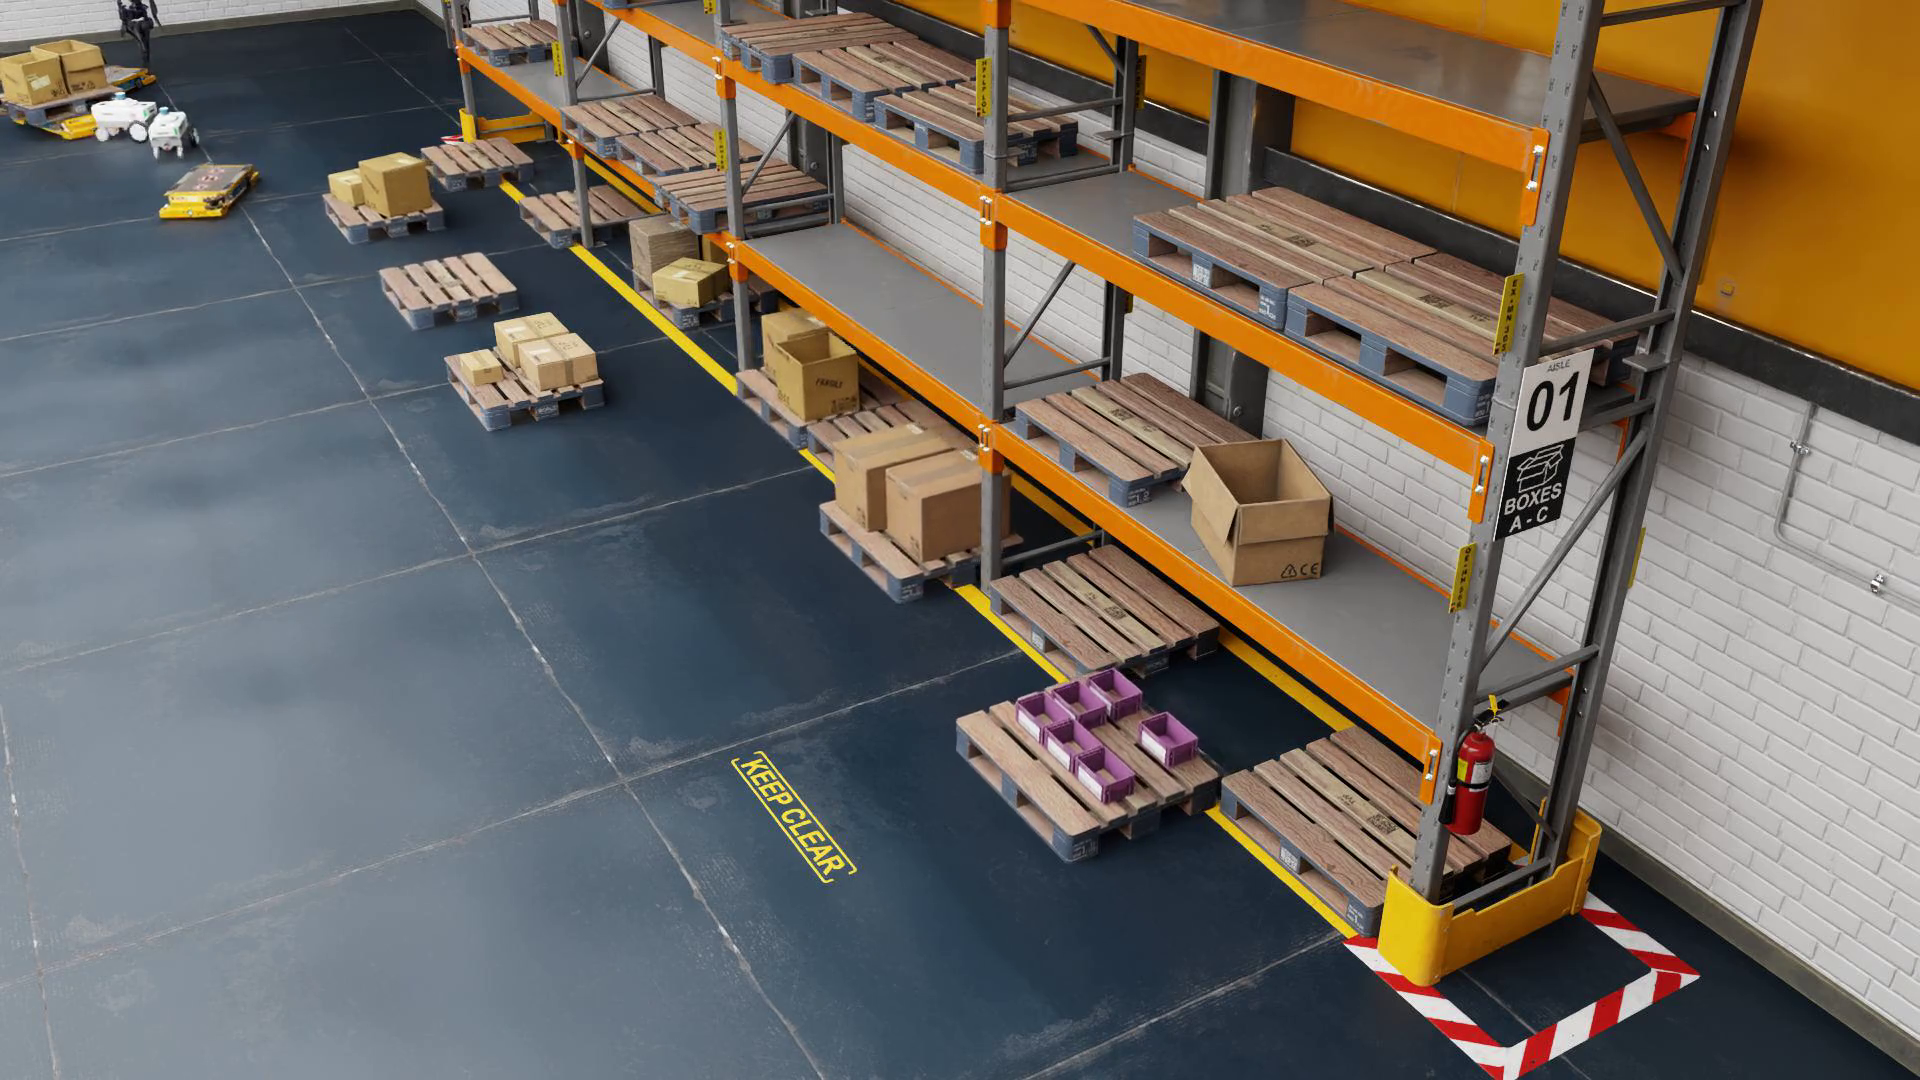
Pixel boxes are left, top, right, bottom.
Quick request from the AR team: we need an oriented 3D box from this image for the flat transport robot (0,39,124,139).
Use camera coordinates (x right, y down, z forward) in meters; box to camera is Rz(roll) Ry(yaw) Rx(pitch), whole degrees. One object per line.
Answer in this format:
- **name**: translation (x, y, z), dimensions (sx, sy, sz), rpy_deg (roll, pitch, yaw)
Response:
- **flat transport robot**: translation (-11.334, -5.343, 21.064), dimensions (1.431, 0.231, 0.659), rpy_deg (20, 35, 31)

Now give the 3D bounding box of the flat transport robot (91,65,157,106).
- **flat transport robot**: translation (-11.570, -6.129, 22.453), dimensions (0.659, 0.231, 1.431), rpy_deg (4, 30, 8)

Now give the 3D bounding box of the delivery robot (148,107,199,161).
- **delivery robot**: translation (-9.499, -4.898, 19.982), dimensions (0.499, 0.587, 0.769), rpy_deg (-7, 30, -12)

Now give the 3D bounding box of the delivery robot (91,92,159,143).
- **delivery robot**: translation (-10.308, -5.231, 20.569), dimensions (0.788, 0.587, 0.499), rpy_deg (1, 30, 1)

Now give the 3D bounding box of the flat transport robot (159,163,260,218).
- **flat transport robot**: translation (-8.344, -3.896, 18.510), dimensions (0.659, 0.231, 1.431), rpy_deg (-2, 30, -4)

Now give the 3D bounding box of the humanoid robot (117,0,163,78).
- **humanoid robot**: translation (-11.310, -7.162, 22.866), dimensions (0.440, 1.639, 0.596), rpy_deg (17, 34, 27)
